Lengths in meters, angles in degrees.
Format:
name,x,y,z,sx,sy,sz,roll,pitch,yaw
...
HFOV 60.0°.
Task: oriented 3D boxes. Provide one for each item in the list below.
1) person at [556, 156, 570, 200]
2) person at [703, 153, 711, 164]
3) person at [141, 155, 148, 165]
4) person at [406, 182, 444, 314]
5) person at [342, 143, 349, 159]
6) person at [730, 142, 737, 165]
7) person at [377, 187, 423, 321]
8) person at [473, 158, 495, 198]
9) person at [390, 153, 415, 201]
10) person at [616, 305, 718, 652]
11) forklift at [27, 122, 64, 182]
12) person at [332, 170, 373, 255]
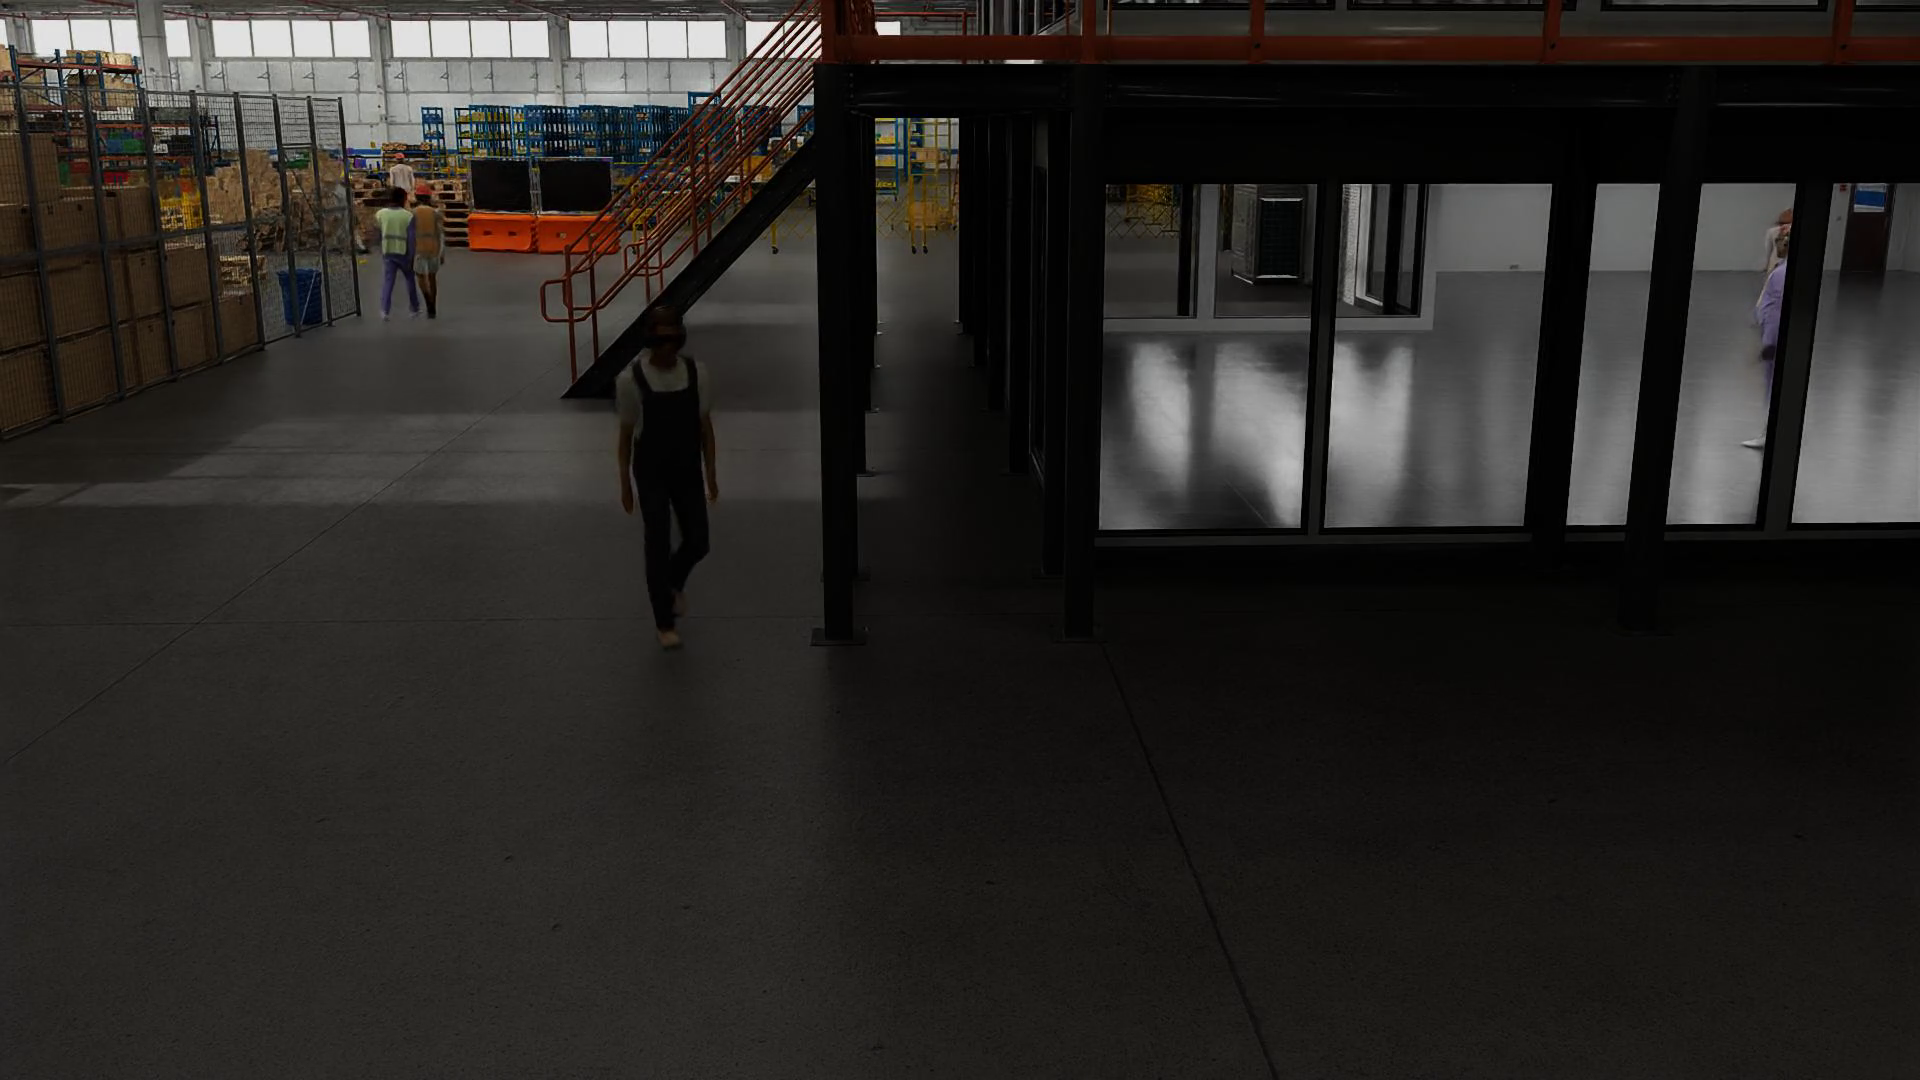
name,x,y,z,sx,sy,sz,roll,pitch,yaw
person,-14.066,-12.787,58.970,0.507,1.632,0.268,-4,15,-17
person,-11.619,-17.237,76.036,1.065,1.982,0.638,8,16,28
person,-40.555,-18.936,82.908,0.388,1.948,0.605,10,17,36
person,-7.721,-4.199,24.060,0.544,1.924,0.679,-7,16,-27
person,-33.927,-21.110,92.075,0.807,1.697,0.588,-6,15,-23
person,-11.611,-19.548,85.560,0.373,1.843,0.570,2,14,8
person,-7.997,-4.057,23.606,0.629,1.870,0.987,1,14,4
person,-12.157,-8.864,42.744,0.922,1.894,0.562,9,17,33
person,-14.852,-9.311,44.345,0.618,1.990,0.394,-6,15,-23
person,-1.565,-0.344,8.840,0.529,1.827,0.508,-7,16,-25
forklift,-35.376,-14.773,64.377,1.129,2.768,1.873,-1,14,-2
person,-13.005,-6.936,35.272,0.954,1.788,0.603,1,14,4
